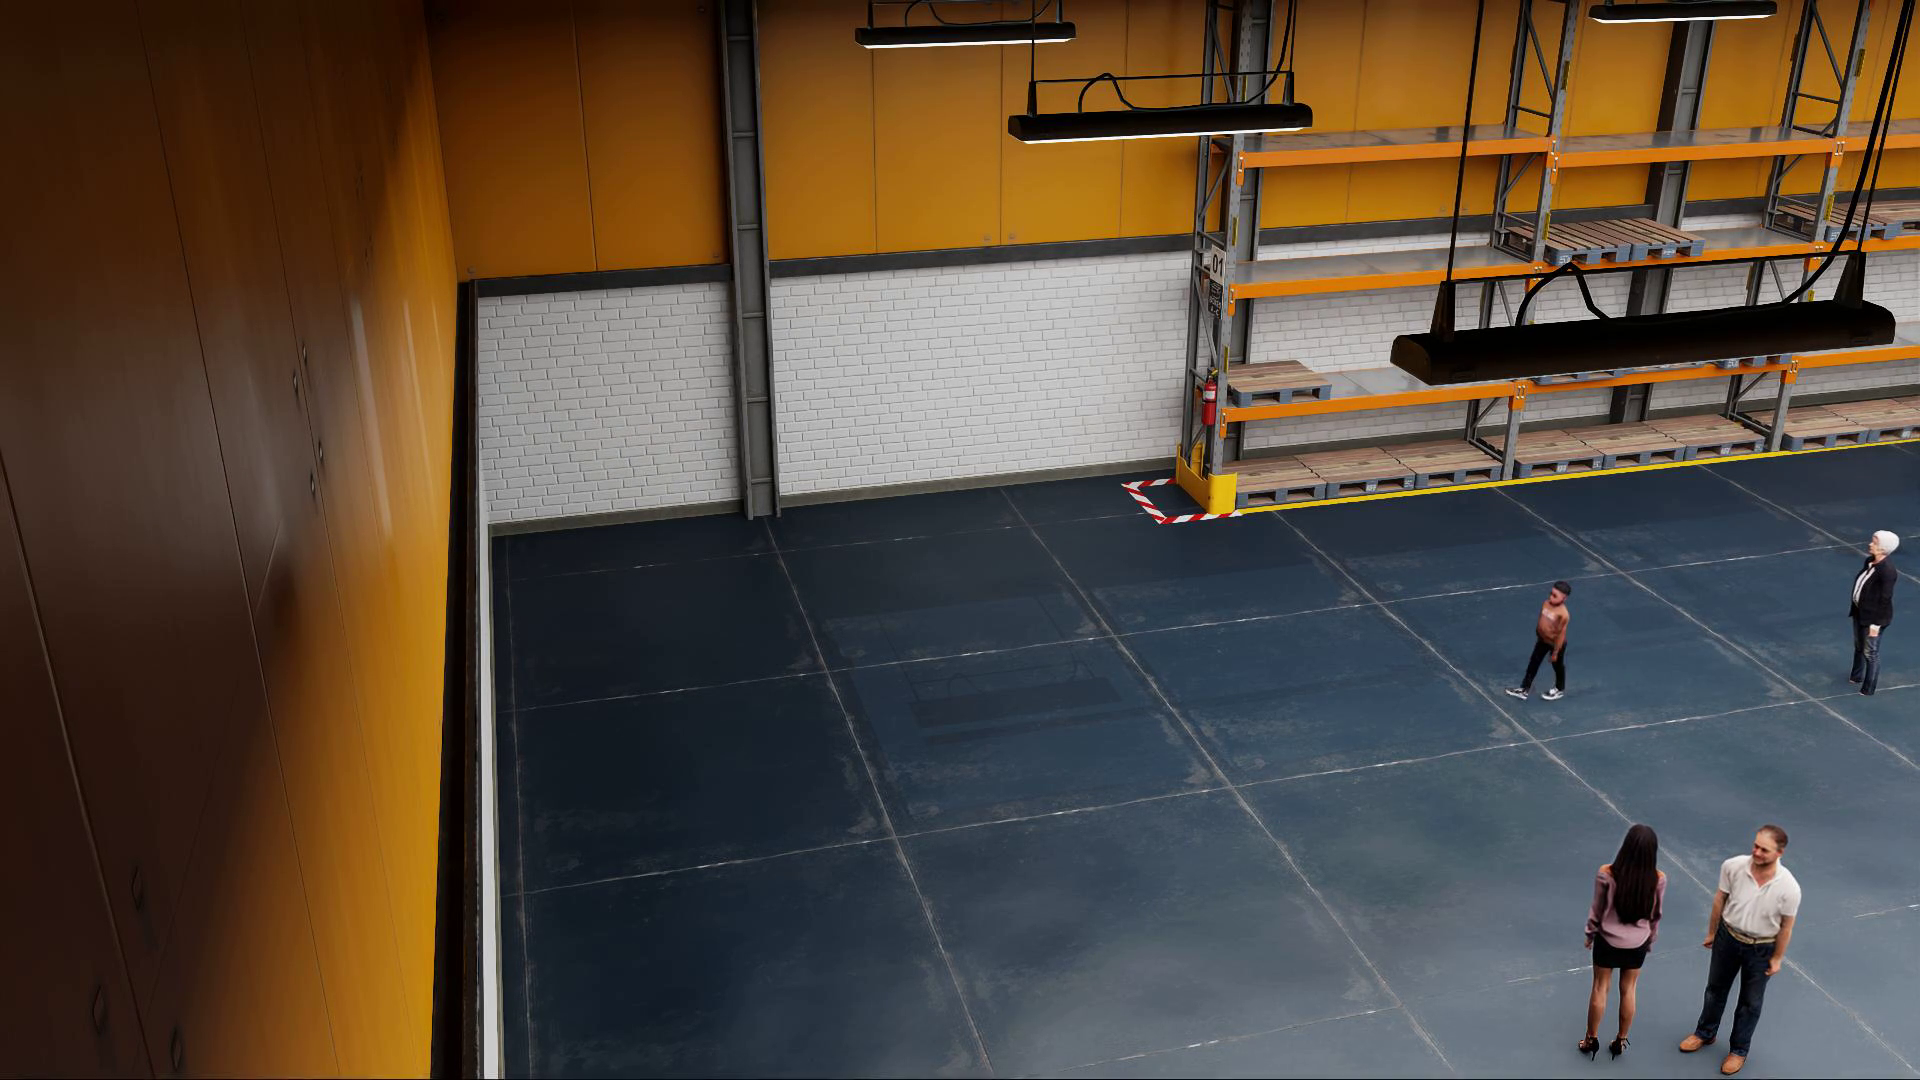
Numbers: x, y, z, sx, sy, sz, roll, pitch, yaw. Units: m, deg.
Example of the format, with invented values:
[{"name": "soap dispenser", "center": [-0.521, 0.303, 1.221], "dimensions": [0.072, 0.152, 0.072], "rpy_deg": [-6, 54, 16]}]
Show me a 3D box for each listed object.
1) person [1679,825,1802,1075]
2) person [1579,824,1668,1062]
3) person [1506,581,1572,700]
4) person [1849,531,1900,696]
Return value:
[{"name": "person", "center": [5.202, 2.654, 10.971], "dimensions": [0.723, 1.855, 0.739], "rpy_deg": [-18, 29, -36]}, {"name": "person", "center": [4.372, 2.668, 10.991], "dimensions": [0.605, 1.812, 0.748], "rpy_deg": [3, 24, 8]}, {"name": "person", "center": [5.624, 0.953, 15.639], "dimensions": [0.819, 1.231, 0.556], "rpy_deg": [-8, 25, -17]}, {"name": "person", "center": [8.678, 0.745, 15.779], "dimensions": [0.727, 1.781, 0.815], "rpy_deg": [3, 24, 7]}]
